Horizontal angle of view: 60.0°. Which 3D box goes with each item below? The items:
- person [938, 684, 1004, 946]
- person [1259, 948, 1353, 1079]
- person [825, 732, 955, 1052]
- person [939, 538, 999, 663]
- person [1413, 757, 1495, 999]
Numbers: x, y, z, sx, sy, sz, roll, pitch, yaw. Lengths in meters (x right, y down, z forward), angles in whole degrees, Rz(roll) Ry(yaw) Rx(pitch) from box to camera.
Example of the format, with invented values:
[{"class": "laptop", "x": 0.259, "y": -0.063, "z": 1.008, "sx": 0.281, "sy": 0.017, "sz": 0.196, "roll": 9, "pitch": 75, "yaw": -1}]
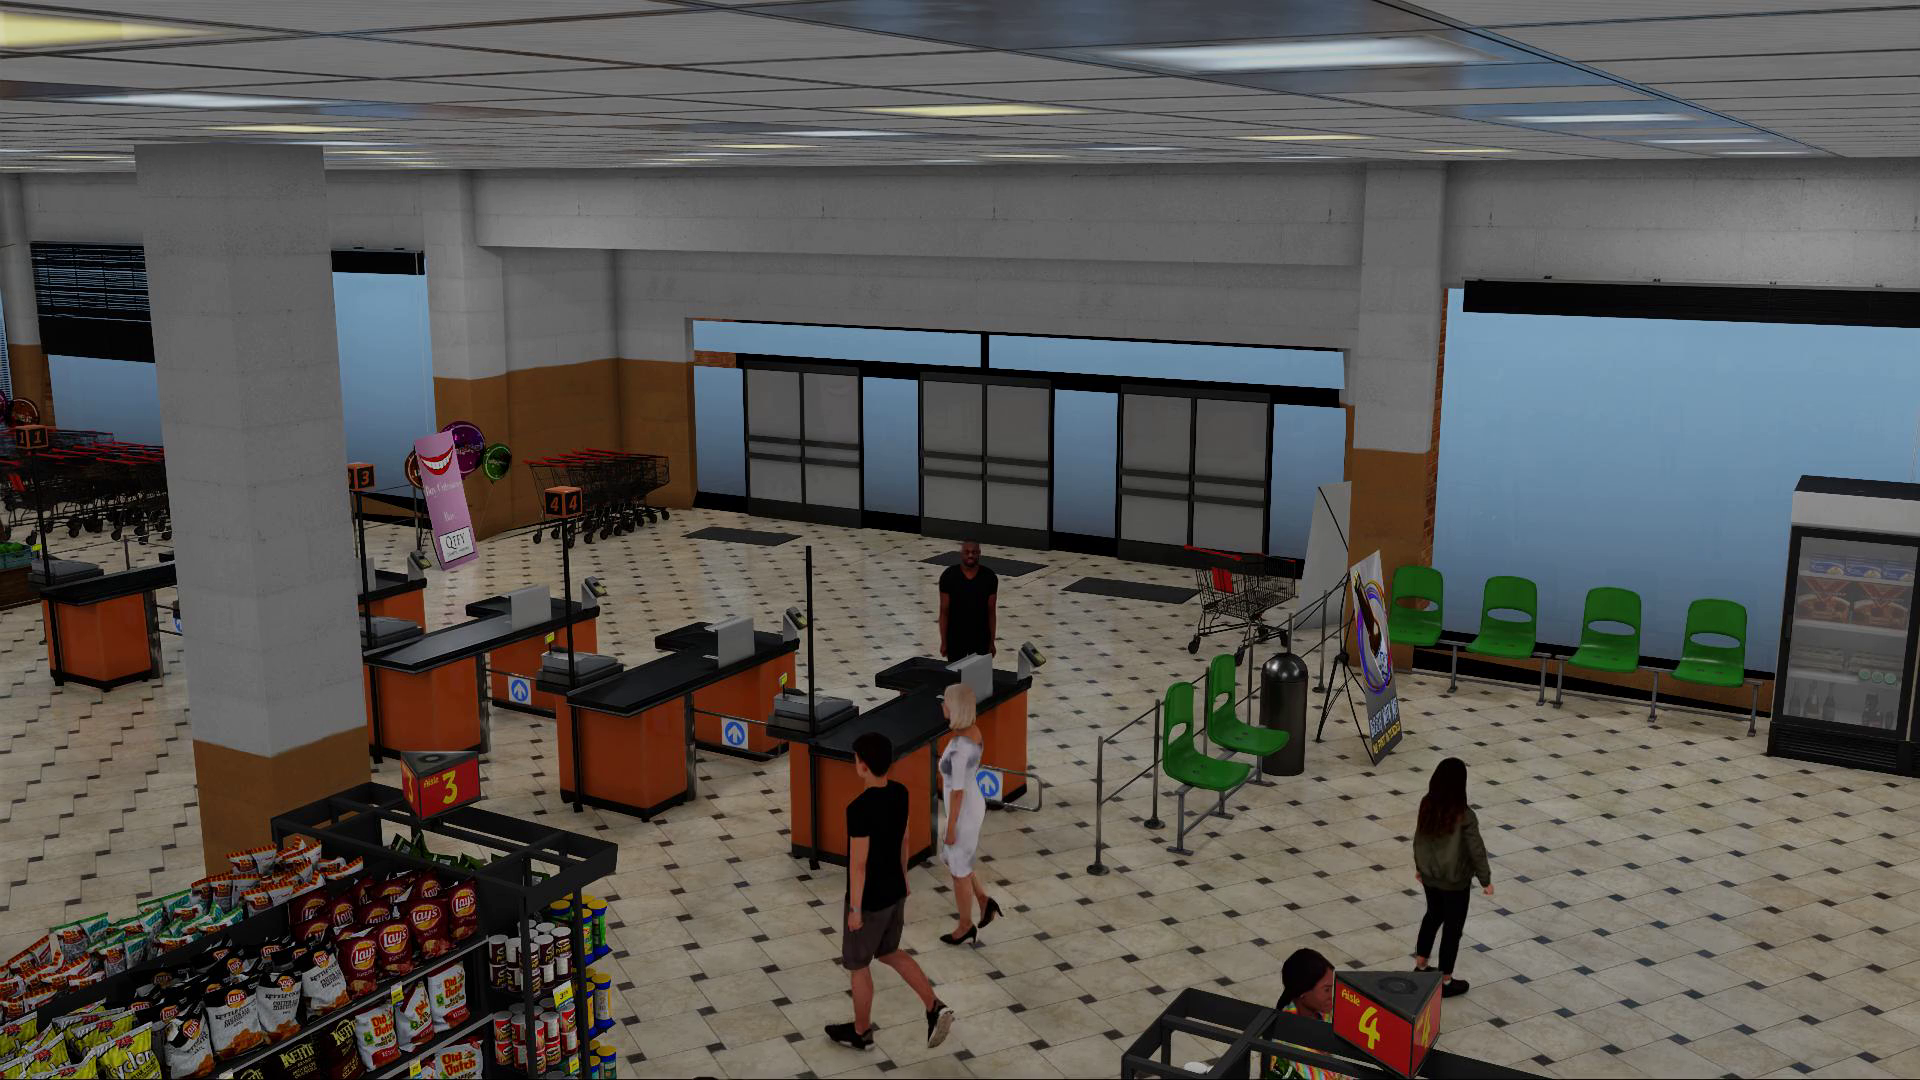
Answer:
[{"class": "person", "x": 0.095, "y": 1.740, "z": 10.468, "sx": 0.759, "sy": 1.738, "sz": 0.689, "roll": 2, "pitch": 12, "yaw": 8}, {"class": "person", "x": 1.307, "y": 2.494, "z": 6.851, "sx": 0.798, "sy": 1.753, "sz": 1.032, "roll": 10, "pitch": 16, "yaw": 40}, {"class": "person", "x": -0.389, "y": 1.967, "z": 9.127, "sx": 0.724, "sy": 1.846, "sz": 0.932, "roll": 7, "pitch": 14, "yaw": 30}, {"class": "person", "x": 0.067, "y": 0.863, "z": 14.435, "sx": 0.752, "sy": 1.819, "sz": 0.763, "roll": -1, "pitch": 12, "yaw": -4}, {"class": "person", "x": 2.854, "y": 2.009, "z": 9.838, "sx": 0.713, "sy": 1.471, "sz": 0.703, "roll": -8, "pitch": 14, "yaw": -33}]
